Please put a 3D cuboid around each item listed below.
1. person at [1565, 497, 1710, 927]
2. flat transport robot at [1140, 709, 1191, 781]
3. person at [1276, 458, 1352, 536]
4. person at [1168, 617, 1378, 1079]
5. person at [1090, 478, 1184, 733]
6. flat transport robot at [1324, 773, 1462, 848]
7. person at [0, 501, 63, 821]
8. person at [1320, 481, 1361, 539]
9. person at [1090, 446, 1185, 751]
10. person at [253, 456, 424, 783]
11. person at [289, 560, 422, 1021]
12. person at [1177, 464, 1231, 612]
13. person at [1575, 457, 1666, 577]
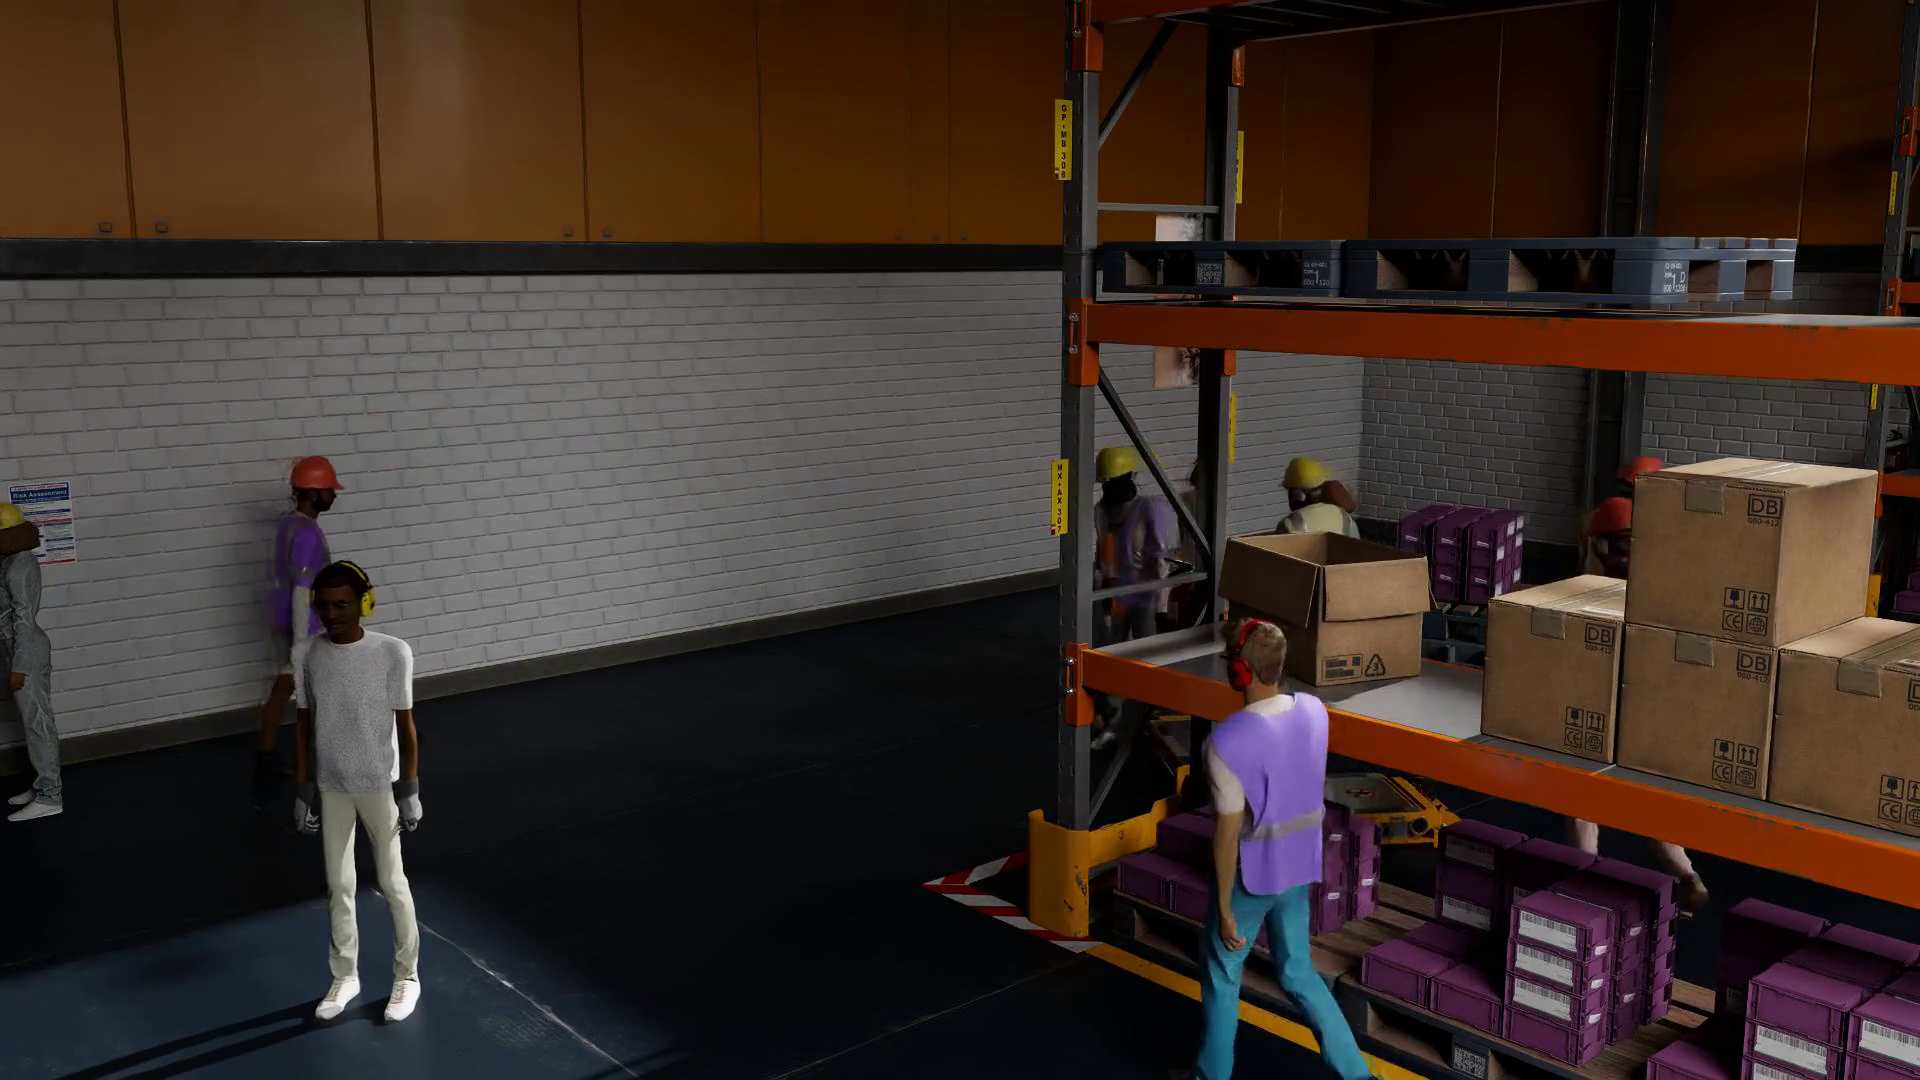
[{"bbox_3d":[3.007,0.802,7.421,0.660,1.962,0.703,-4,10,-21],"label":"person"},{"bbox_3d":[1.515,1.255,9.703,0.652,0.197,1.431,-1,10,-6],"label":"flat transport robot"},{"bbox_3d":[2.200,0.371,10.483,0.591,1.787,0.896,-4,11,-24],"label":"person"},{"bbox_3d":[1.080,1.168,5.693,0.575,1.822,0.814,-7,12,-34],"label":"person"},{"bbox_3d":[1.071,0.421,10.478,0.690,1.675,0.543,6,11,30],"label":"person"},{"bbox_3d":[1.883,1.424,8.716,1.431,0.197,0.652,-1,10,-6],"label":"flat transport robot"},{"bbox_3d":[-5.090,0.644,9.001,0.305,1.737,0.484,-5,11,-26],"label":"person"},{"bbox_3d":[2.374,0.423,10.661,0.634,1.610,0.500,4,11,24],"label":"person"},{"bbox_3d":[1.118,0.337,10.383,0.831,1.877,0.661,-9,13,-42],"label":"person"},{"bbox_3d":[-3.679,0.451,9.680,1.000,1.882,0.556,-6,12,-33],"label":"person"},{"bbox_3d":[-2.399,0.992,6.610,0.514,1.861,0.316,1,10,4],"label":"person"},{"bbox_3d":[1.818,0.185,12.103,0.503,1.597,0.818,9,13,43],"label":"person"},{"bbox_3d":[3.862,0.434,9.871,0.967,1.869,0.638,-7,12,-34],"label":"person"}]
